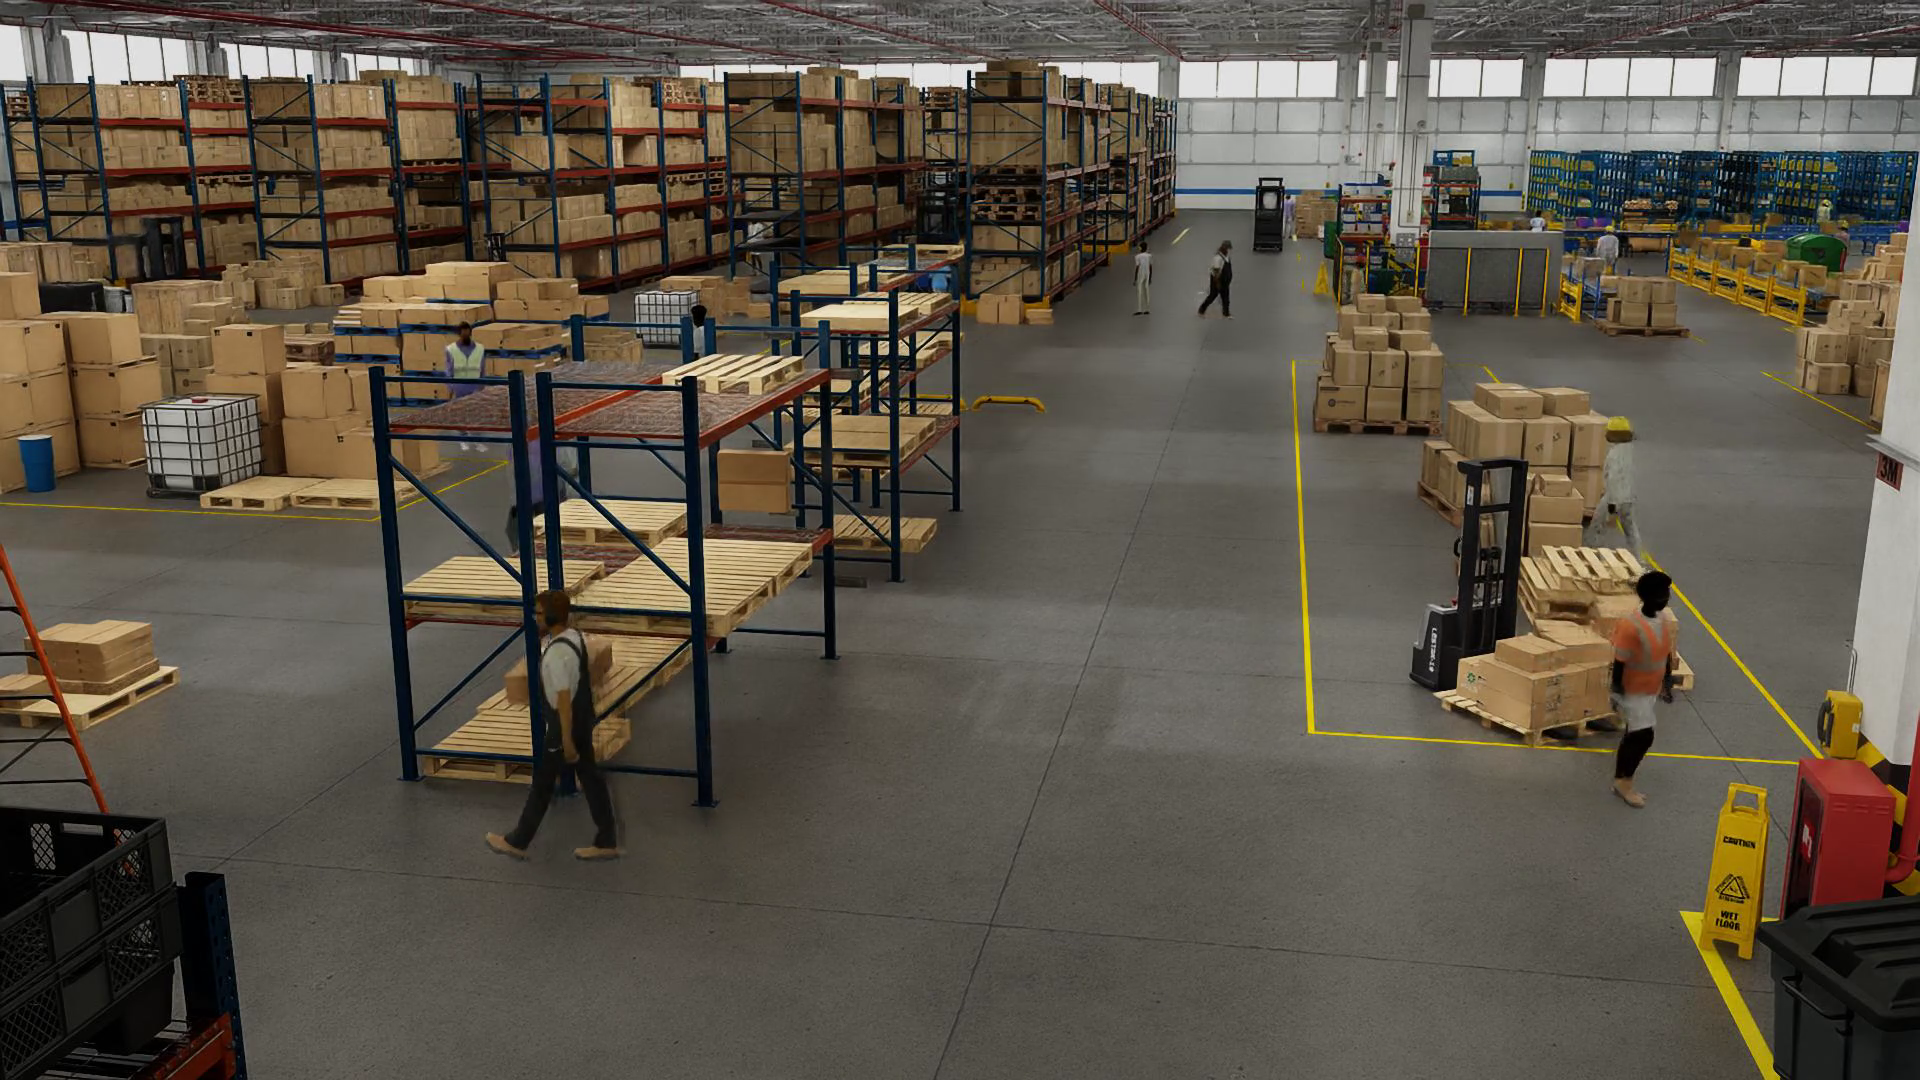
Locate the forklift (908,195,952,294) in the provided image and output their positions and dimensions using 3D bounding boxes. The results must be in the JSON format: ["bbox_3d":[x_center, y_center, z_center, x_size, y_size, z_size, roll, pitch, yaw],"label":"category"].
[{"bbox_3d":[-0.775,-8.327,47.010,1.129,2.768,1.873,3,14,10],"label":"forklift"}]

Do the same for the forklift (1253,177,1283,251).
[{"bbox_3d":[12.083,-12.747,64.956,1.129,2.768,1.873,3,14,10],"label":"forklift"}]

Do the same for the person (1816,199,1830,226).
[{"bbox_3d":[35.694,-13.146,68.733,0.404,1.832,0.596,-7,15,-26],"label":"person"}]

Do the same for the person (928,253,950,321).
[{"bbox_3d":[-0.533,-6.260,41.132,0.546,1.646,0.867,-5,15,-20],"label":"person"}]

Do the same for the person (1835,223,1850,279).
[{"bbox_3d":[27.888,-9.138,52.602,0.317,1.766,0.535,-7,16,-27],"label":"person"}]

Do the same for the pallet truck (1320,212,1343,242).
[{"bbox_3d":[15.874,-13.227,70.310,0.680,1.201,1.601,10,17,35],"label":"pallet truck"}]

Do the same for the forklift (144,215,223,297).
[{"bbox_3d":[-16.944,-5.554,35.752,1.873,2.768,1.129,3,14,10],"label":"forklift"}]

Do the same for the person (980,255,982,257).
[{"bbox_3d":[0.848,-9.280,53.315,0.531,1.698,0.320,-7,16,-27],"label":"person"}]

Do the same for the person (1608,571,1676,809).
[{"bbox_3d":[4.737,1.034,11.453,0.556,1.678,0.457,-10,17,-36],"label":"person"}]

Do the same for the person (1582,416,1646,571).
[{"bbox_3d":[6.897,-0.475,17.560,0.502,1.689,0.896,-13,19,-42],"label":"person"}]

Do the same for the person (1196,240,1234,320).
[{"bbox_3d":[6.345,-6.483,41.254,0.872,2.000,0.697,9,17,34],"label":"person"}]

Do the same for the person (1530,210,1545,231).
[{"bbox_3d":[21.725,-11.561,62.617,0.539,1.686,0.322,4,14,14],"label":"person"}]

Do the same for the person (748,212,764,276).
[{"bbox_3d":[-6.612,-9.531,53.622,0.614,2.040,0.390,11,17,37],"label":"person"}]

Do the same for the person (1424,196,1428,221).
[{"bbox_3d":[20.796,-14.743,74.985,0.970,1.934,0.624,0,14,-2],"label":"person"}]

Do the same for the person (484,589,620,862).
[{"bbox_3d":[-2.618,1.187,10.592,0.929,1.802,0.518,2,14,9],"label":"person"}]

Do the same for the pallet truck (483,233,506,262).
[{"bbox_3d":[-11.832,-7.026,43.548,1.885,1.965,0.823,8,16,28],"label":"pallet truck"}]

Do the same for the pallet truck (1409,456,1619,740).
[{"bbox_3d":[4.504,0.400,13.395,0.823,1.965,1.885,-6,15,-23],"label":"pallet truck"}]

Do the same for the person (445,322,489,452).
[{"bbox_3d":[-7.169,-2.215,24.247,0.607,1.890,0.829,-8,16,-29],"label":"person"}]

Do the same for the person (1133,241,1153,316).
[{"bbox_3d":[4.642,-6.643,42.247,0.513,1.876,0.328,-6,15,-24],"label":"person"}]

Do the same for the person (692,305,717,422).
[{"bbox_3d":[-4.021,-2.709,26.115,0.393,1.956,0.607,6,15,23],"label":"person"}]

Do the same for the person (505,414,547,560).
[{"bbox_3d":[-4.471,-0.471,17.124,0.661,1.900,0.612,8,16,30],"label":"person"}]

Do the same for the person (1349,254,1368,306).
[{"bbox_3d":[9.082,-5.543,37.755,0.992,1.882,0.548,6,15,22],"label":"person"}]

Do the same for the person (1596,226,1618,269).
[{"bbox_3d":[19.653,-8.641,50.550,0.607,1.788,0.915,3,14,12],"label":"person"}]

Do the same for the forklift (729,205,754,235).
[{"bbox_3d":[-9.436,-14.700,72.885,1.129,2.768,1.873,3,14,10],"label":"forklift"}]

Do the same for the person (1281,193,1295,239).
[{"bbox_3d":[14.235,-14.078,72.300,0.629,1.940,0.373,4,14,14],"label":"person"}]

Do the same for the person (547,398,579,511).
[{"bbox_3d":[-4.660,-0.900,18.894,0.642,1.893,1.016,10,17,34],"label":"person"}]
